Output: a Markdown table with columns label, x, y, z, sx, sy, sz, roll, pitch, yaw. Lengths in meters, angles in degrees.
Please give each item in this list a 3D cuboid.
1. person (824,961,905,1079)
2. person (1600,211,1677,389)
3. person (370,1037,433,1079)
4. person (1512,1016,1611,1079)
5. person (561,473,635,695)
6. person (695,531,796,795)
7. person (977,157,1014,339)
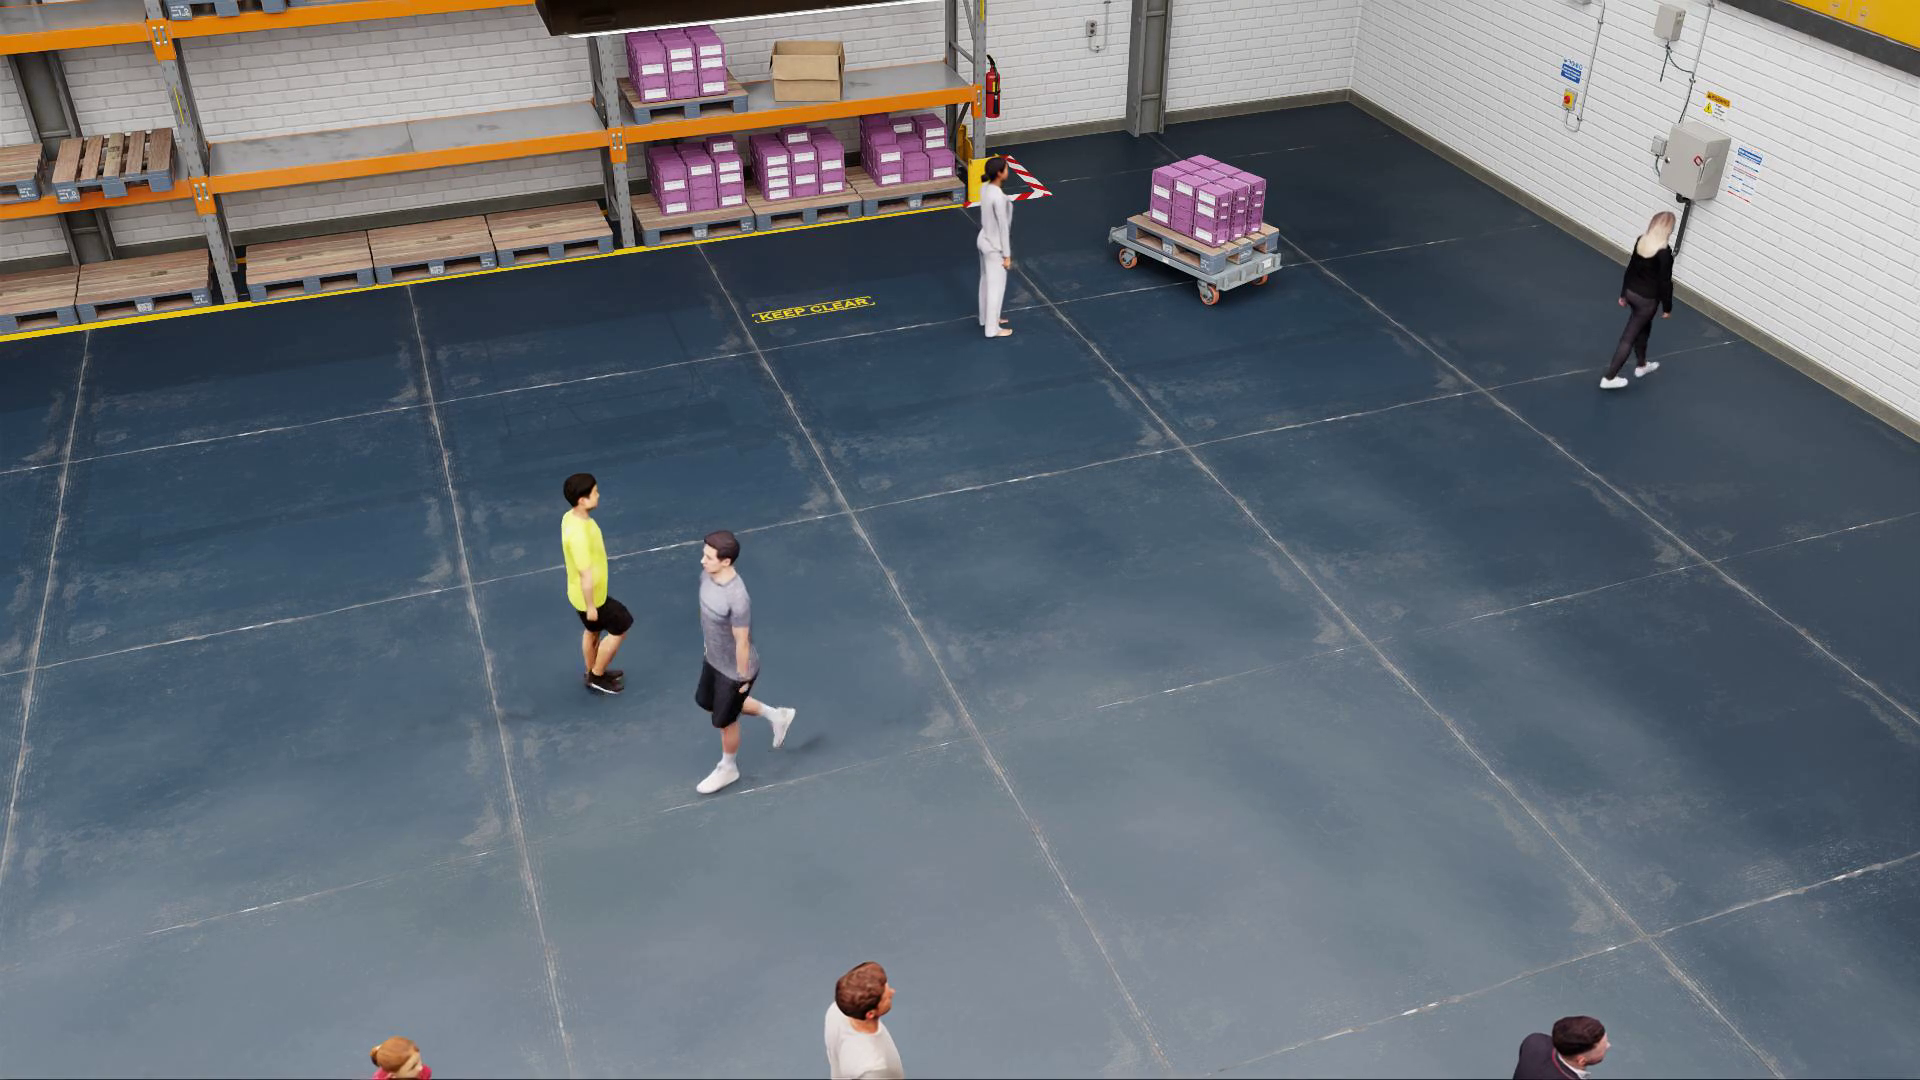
| label | x | y | z | sx | sy | sz | roll | pitch | yaw |
| --- | --- | --- | --- | --- | --- | --- | --- | --- | --- |
| person | -0.412 | 2.597 | 7.434 | 0.592 | 1.905 | 0.672 | -14 | 36 | -20 |
| person | 5.948 | -2.088 | 14.702 | 0.906 | 1.662 | 0.663 | -9 | 35 | -13 |
| person | -2.592 | 2.791 | 7.698 | 0.983 | 1.289 | 0.787 | 4 | 34 | 7 |
| person | 2.541 | 2.724 | 7.298 | 0.639 | 1.844 | 0.708 | -3 | 34 | -5 |
| person | -2.527 | 0.338 | 11.022 | 0.602 | 1.695 | 0.633 | -11 | 35 | -16 |
| person | -1.341 | 0.728 | 10.295 | 1.058 | 1.849 | 0.809 | -21 | 39 | -28 |
| person | 0.314 | -2.763 | 15.650 | 0.559 | 1.736 | 0.633 | -10 | 35 | -15 |
